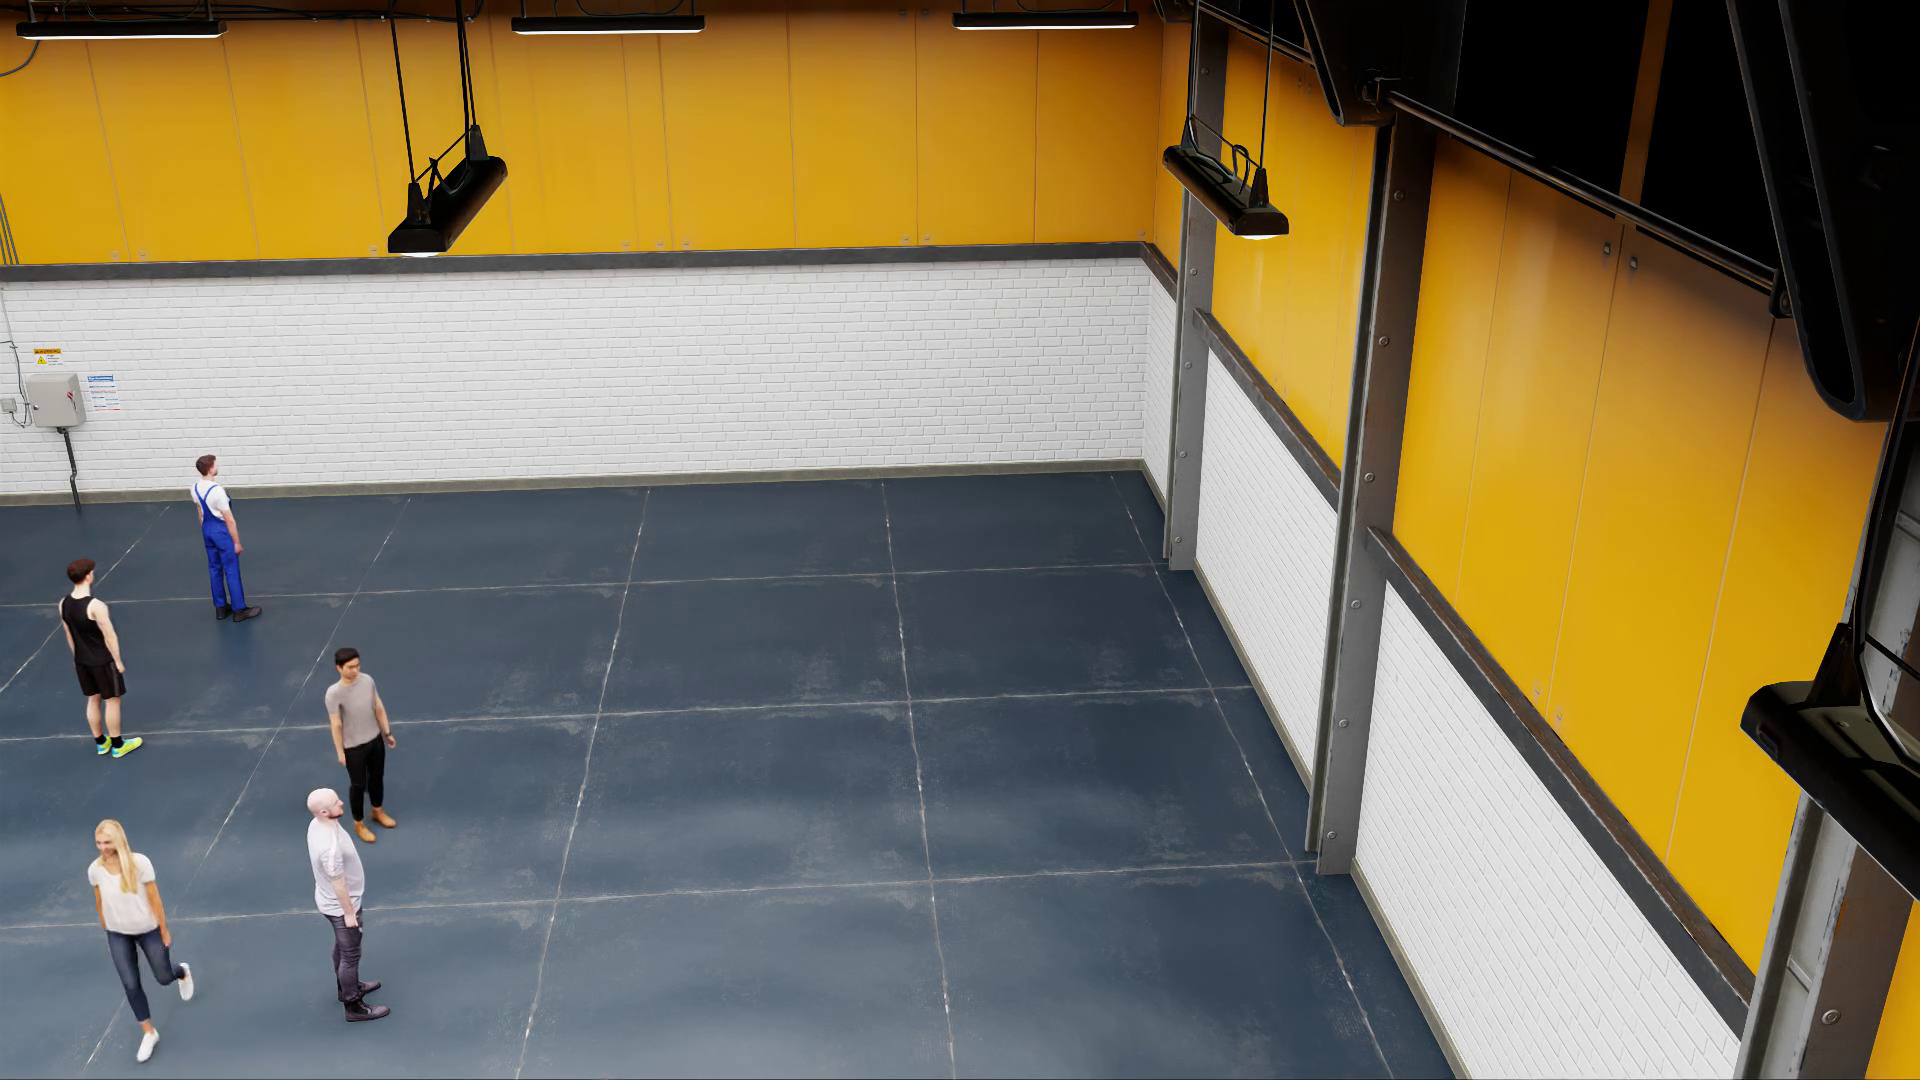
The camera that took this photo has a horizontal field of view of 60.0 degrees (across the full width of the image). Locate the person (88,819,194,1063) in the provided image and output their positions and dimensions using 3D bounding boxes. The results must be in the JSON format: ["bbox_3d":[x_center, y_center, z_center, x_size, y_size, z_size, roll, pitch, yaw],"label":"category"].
[{"bbox_3d":[-5.669,2.674,11.518,0.582,1.797,0.922,-2,24,-5],"label":"person"}]

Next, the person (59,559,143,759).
[{"bbox_3d":[-7.827,1.080,15.054,0.749,1.885,0.726,7,25,16],"label":"person"}]

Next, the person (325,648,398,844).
[{"bbox_3d":[-5.030,1.658,13.946,0.791,1.713,0.723,16,28,33],"label":"person"}]

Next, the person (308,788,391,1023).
[{"bbox_3d":[-4.385,2.547,11.764,0.802,1.832,0.653,-12,26,-25],"label":"person"}]

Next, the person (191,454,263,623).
[{"bbox_3d":[-7.858,-0.029,17.635,0.721,1.850,0.733,10,26,22],"label":"person"}]
